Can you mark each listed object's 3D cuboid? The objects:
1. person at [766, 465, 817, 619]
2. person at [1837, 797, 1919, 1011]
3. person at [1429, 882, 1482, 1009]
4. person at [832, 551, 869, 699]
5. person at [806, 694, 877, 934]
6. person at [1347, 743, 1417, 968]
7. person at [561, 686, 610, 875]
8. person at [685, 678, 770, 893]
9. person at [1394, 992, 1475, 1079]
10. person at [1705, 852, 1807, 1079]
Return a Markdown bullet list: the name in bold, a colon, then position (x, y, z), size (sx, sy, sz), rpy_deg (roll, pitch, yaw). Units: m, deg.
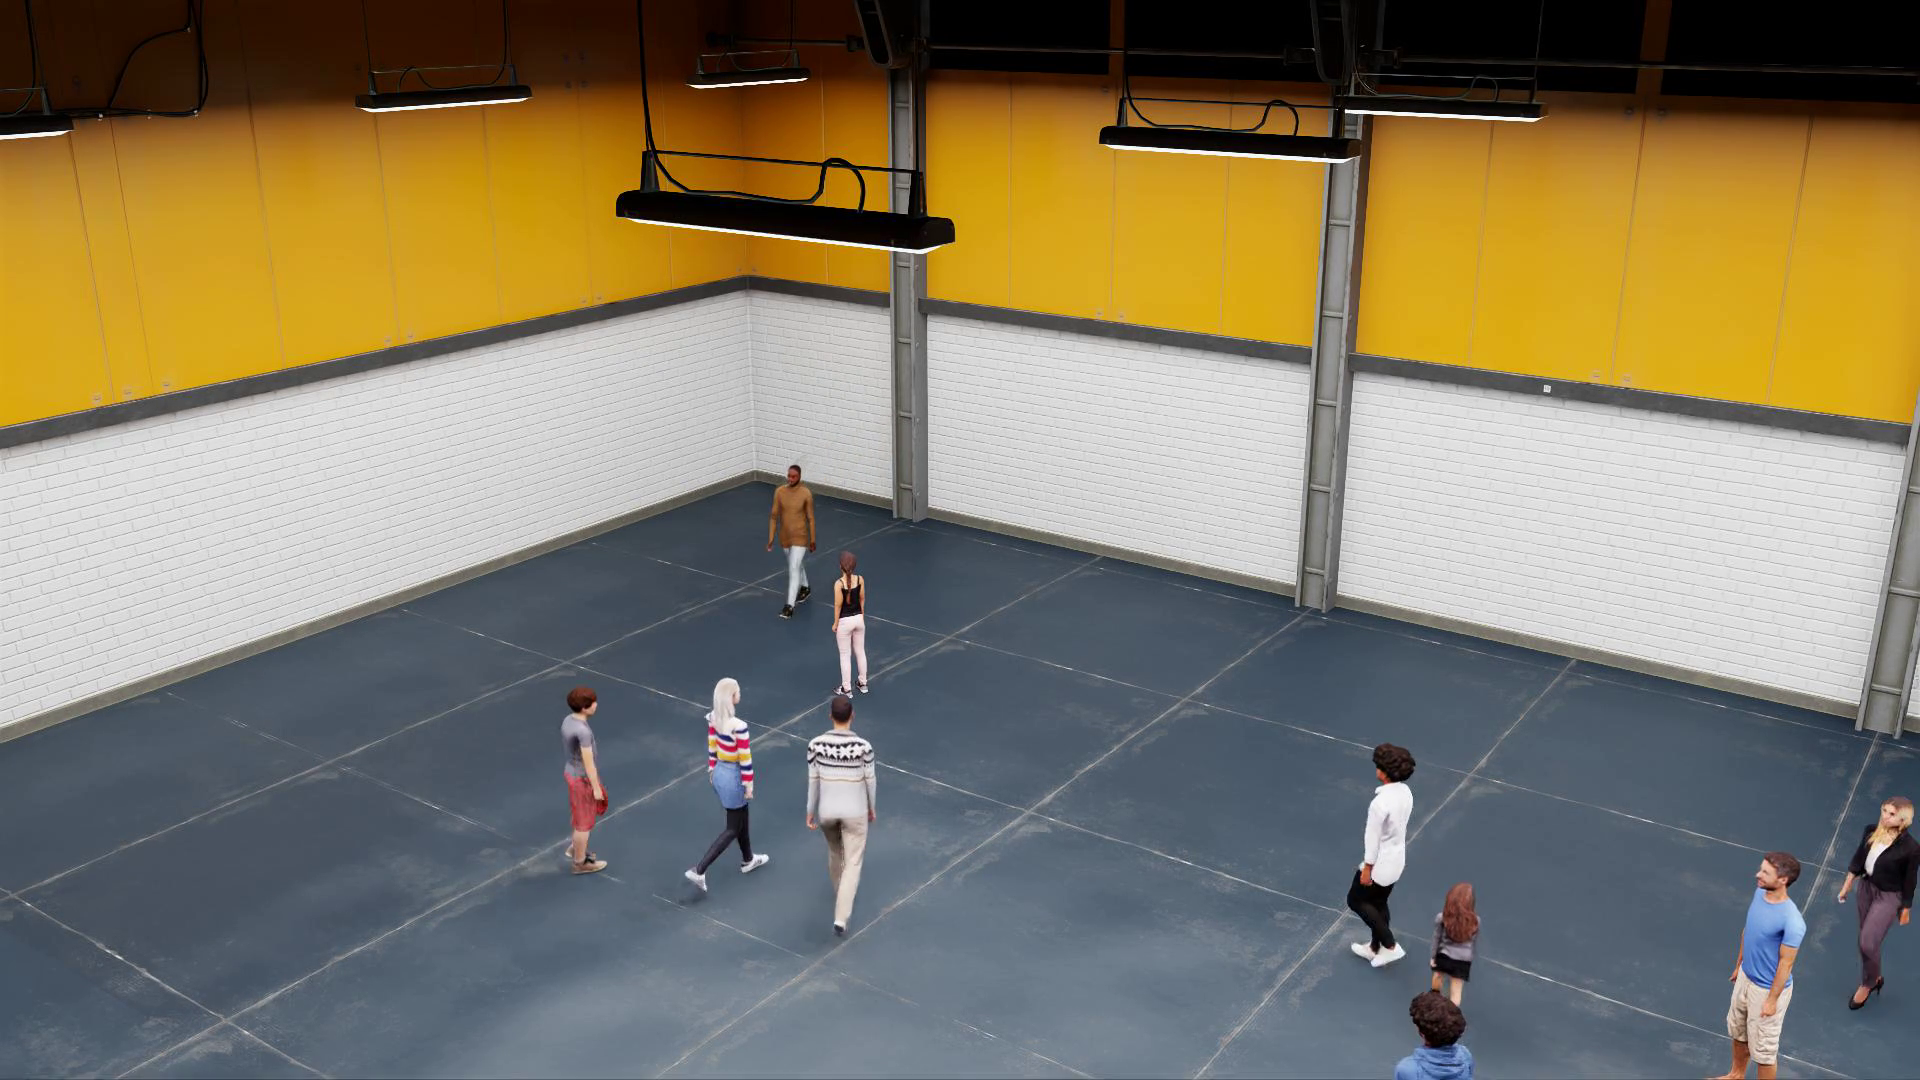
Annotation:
- **person**: position (-1.907, -0.021, 19.417), size (1.243, 1.763, 0.952), rpy_deg (6, 20, 18)
- **person**: position (6.646, 2.571, 11.888), size (0.791, 1.657, 0.726), rpy_deg (-5, 19, -14)
- **person**: position (3.486, 2.946, 11.684), size (0.704, 1.076, 0.696), rpy_deg (3, 19, 9)
- **person**: position (-1.128, 0.857, 17.122), size (0.613, 1.565, 0.626), rpy_deg (-12, 22, -31)
- **person**: position (-0.919, 2.136, 12.886), size (1.197, 1.844, 1.060), rpy_deg (3, 19, 9)
- **person**: position (3.177, 2.374, 12.251), size (0.742, 1.799, 0.705), rpy_deg (17, 25, 41)
- **person**: position (-3.183, 1.988, 13.647), size (0.791, 1.639, 0.713), rpy_deg (-9, 21, -25)
- **person**: position (-1.925, 1.989, 13.424), size (0.888, 1.780, 1.096), rpy_deg (-15, 24, -38)
- **person**: position (2.660, 3.392, 9.245), size (1.021, 1.787, 1.155), rpy_deg (-7, 20, -20)
- **person**: position (5.192, 2.848, 10.742), size (0.778, 1.864, 0.735), rpy_deg (-2, 19, -5)
